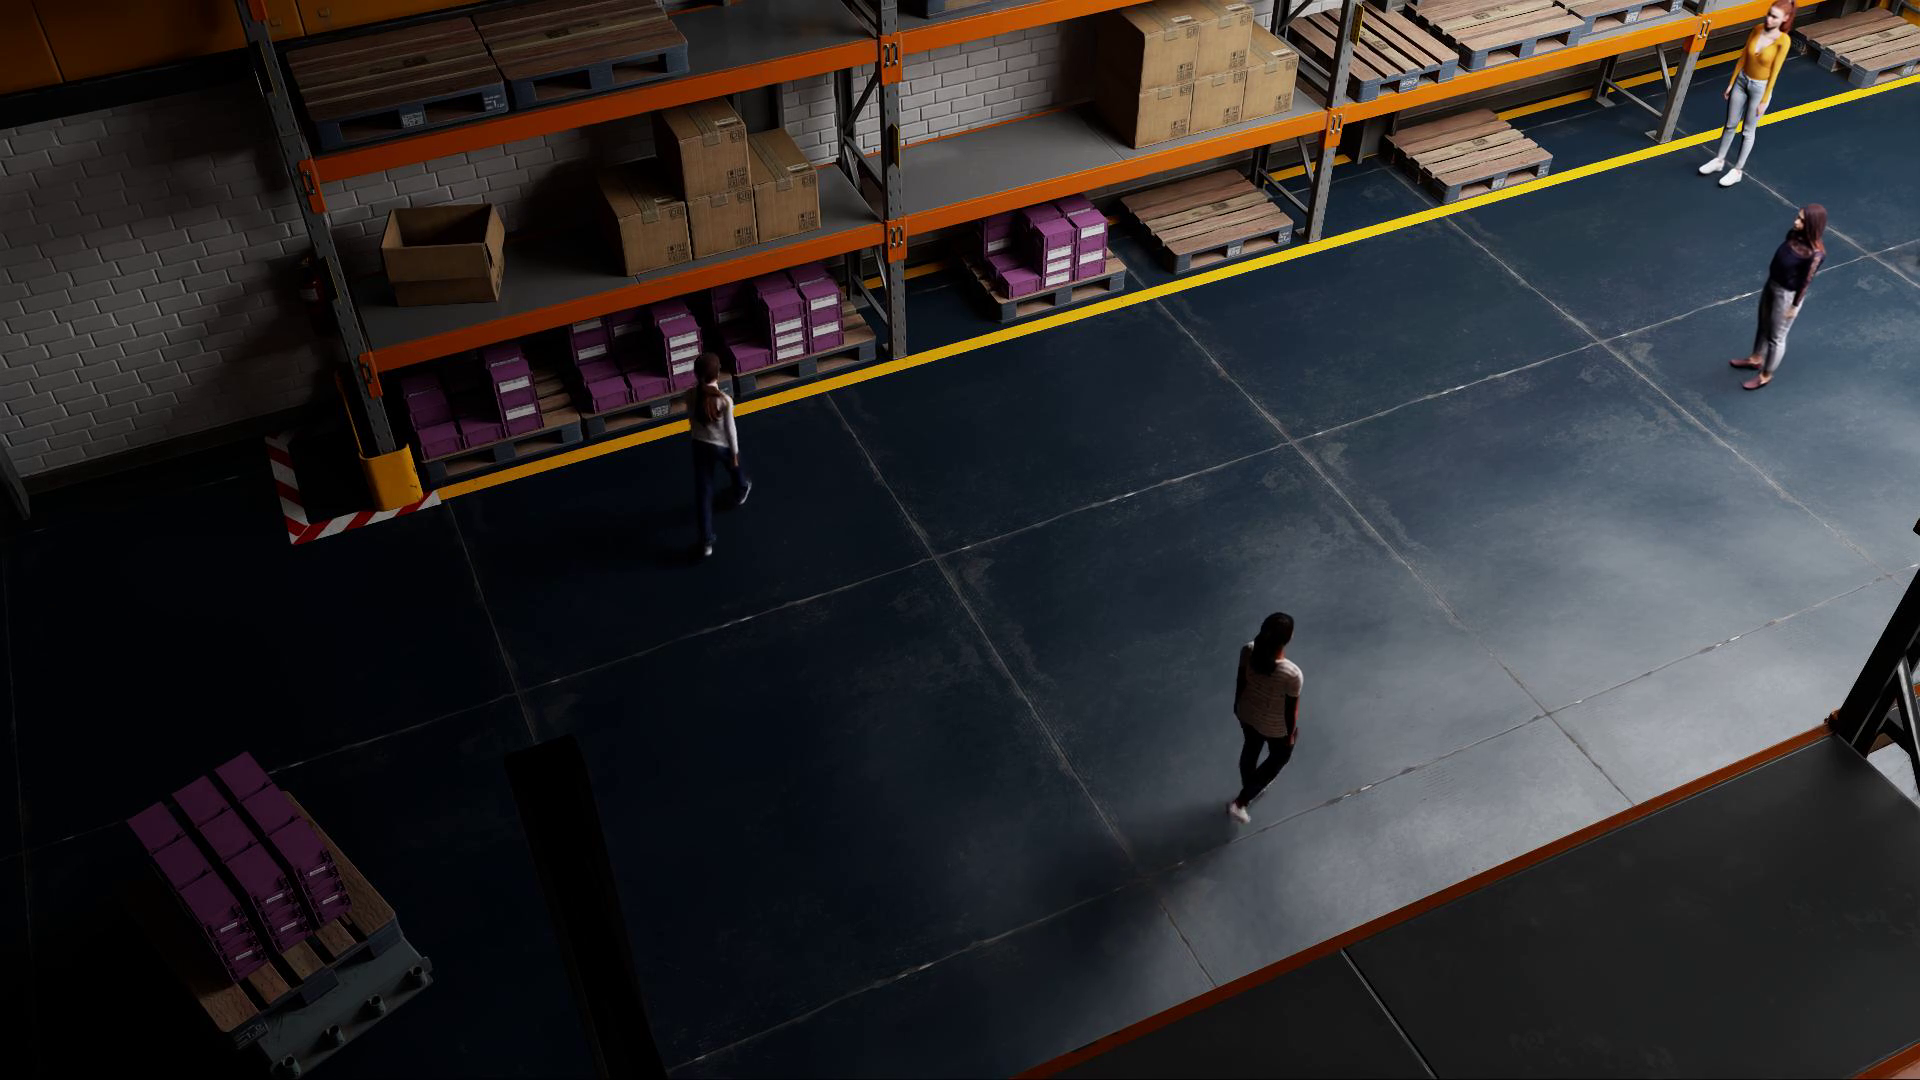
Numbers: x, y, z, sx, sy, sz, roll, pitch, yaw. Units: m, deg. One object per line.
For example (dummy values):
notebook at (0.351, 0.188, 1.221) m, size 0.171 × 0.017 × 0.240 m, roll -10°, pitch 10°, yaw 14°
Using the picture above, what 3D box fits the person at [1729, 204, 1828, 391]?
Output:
person at (6.300, -1.878, 12.753) m, size 0.643 × 1.602 × 0.664 m, roll -1°, pitch 44°, yaw -1°

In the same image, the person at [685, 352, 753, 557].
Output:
person at (-1.726, -0.576, 11.450) m, size 1.062 × 1.514 × 0.985 m, roll 6°, pitch 44°, yaw 6°

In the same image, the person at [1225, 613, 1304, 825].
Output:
person at (1.723, 1.072, 9.632) m, size 0.854 × 1.636 × 0.721 m, roll -34°, pitch 53°, yaw -31°

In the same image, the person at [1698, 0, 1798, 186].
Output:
person at (7.104, -4.030, 14.905) m, size 0.544 × 1.749 × 0.581 m, roll -21°, pitch 48°, yaw -21°
